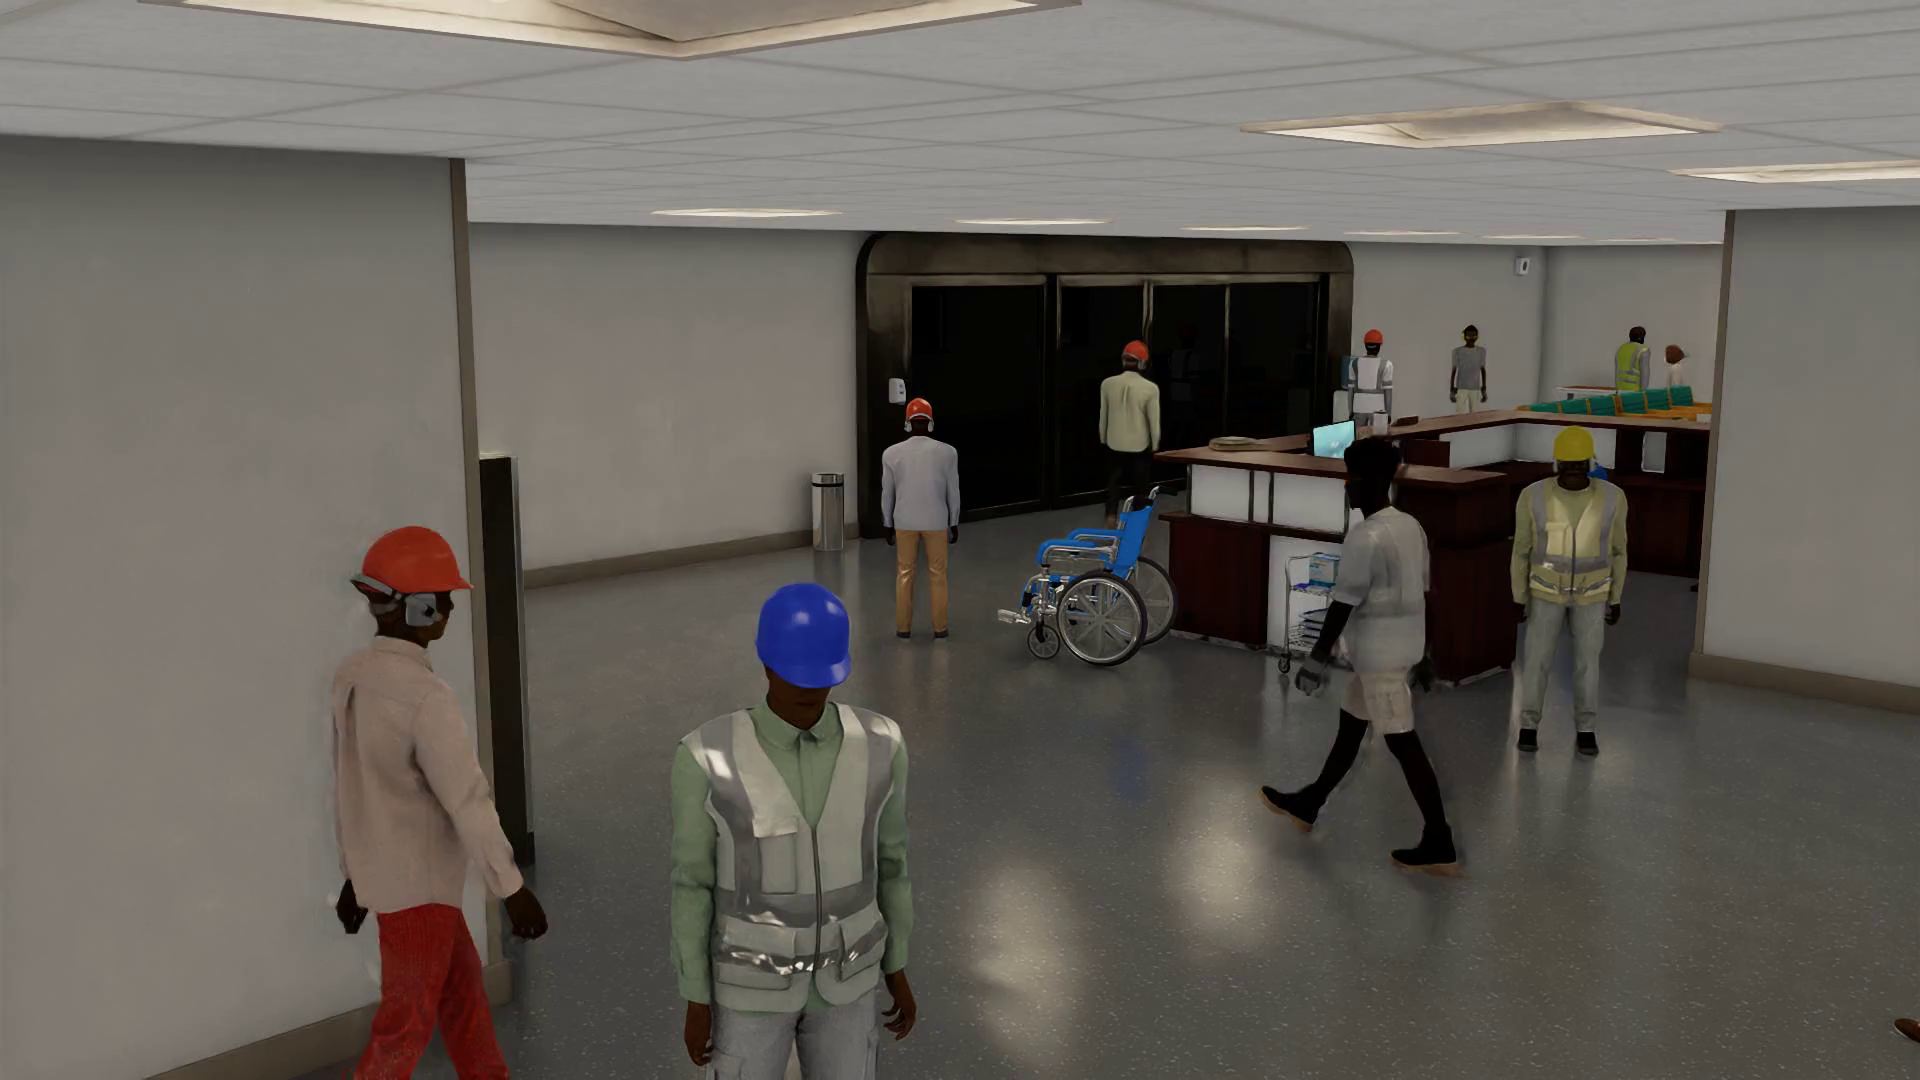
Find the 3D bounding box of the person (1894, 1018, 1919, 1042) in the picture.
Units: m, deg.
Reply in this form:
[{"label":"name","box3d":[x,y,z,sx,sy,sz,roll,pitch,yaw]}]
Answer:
[{"label":"person","box3d":[3.502,0.823,5.620,0.513,1.860,0.317,-4,10,-23]}]

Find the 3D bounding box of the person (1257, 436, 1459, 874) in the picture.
[{"label":"person","box3d":[1.824,0.494,7.467,1.050,1.900,0.612,6,11,34]}]

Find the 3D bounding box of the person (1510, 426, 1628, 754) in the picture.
[{"label":"person","box3d":[3.316,0.278,9.090,0.598,1.819,0.427,3,10,16]}]

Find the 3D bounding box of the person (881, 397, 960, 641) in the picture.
[{"label":"person","box3d":[-0.279,-0.145,11.898,0.566,1.743,0.361,0,9,2]}]

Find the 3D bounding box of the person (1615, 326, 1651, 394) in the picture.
[{"label":"person","box3d":[9.813,-2.201,24.292,0.431,1.833,0.643,-3,10,-17]}]

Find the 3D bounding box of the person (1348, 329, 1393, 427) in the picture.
[{"label":"person","box3d":[4.986,-1.590,20.211,0.546,1.929,0.387,5,11,30]}]

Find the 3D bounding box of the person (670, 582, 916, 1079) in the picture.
[{"label":"person","box3d":[-0.389,1.048,3.996,0.602,1.938,0.400,-4,10,-24]}]

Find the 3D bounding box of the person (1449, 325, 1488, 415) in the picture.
[{"label":"person","box3d":[7.328,-2.159,23.922,0.532,1.859,0.356,0,9,-2]}]

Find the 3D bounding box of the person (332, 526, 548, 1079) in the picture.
[{"label":"person","box3d":[-1.478,0.932,4.651,0.886,1.955,0.624,-7,12,-37]}]

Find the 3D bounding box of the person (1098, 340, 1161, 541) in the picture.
[{"label":"person","box3d":[1.631,-0.934,16.026,0.647,1.973,0.729,4,10,22]}]
